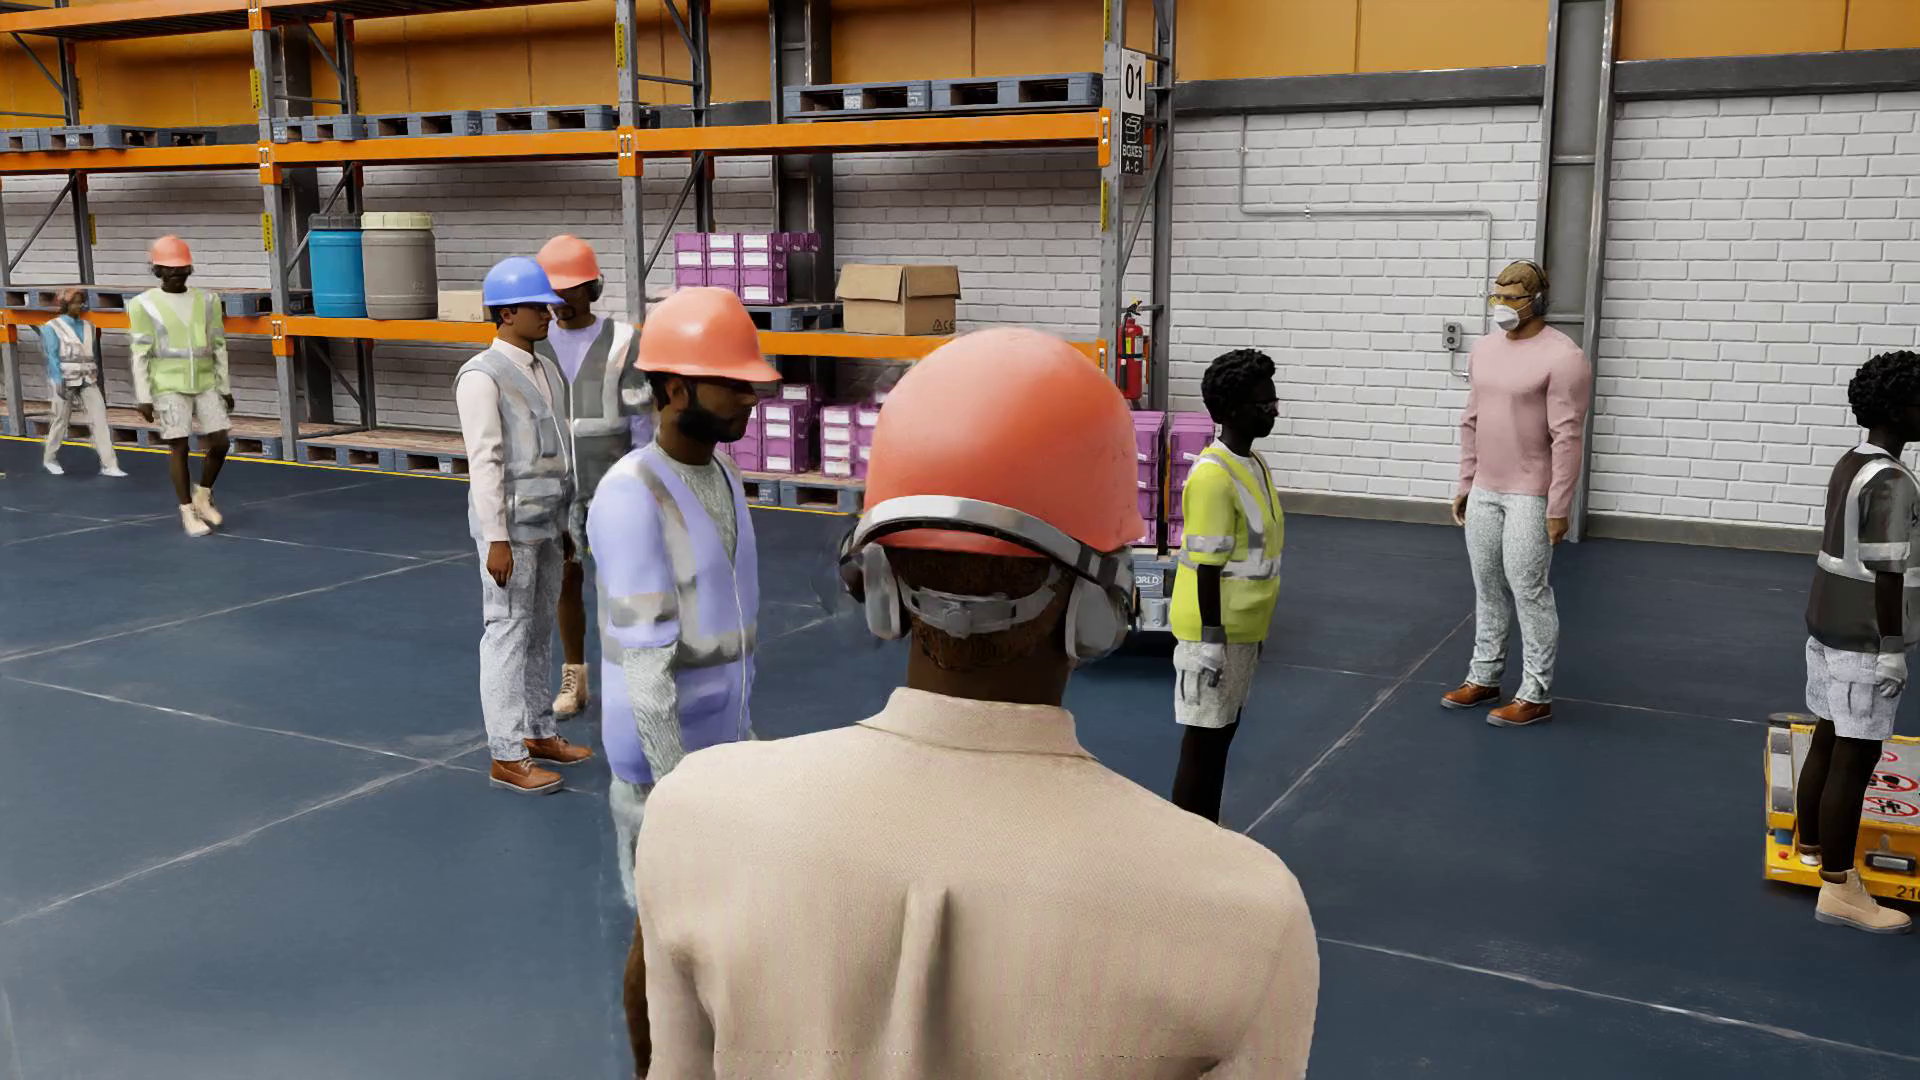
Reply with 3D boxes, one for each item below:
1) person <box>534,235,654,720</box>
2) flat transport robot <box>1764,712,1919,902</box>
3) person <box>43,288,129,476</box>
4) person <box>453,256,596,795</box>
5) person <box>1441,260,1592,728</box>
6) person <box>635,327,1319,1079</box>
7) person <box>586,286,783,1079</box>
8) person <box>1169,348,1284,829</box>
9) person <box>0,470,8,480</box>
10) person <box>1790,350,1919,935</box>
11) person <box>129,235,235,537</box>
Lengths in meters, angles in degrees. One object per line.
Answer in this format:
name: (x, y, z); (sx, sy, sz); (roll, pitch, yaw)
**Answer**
person: (-1.575, -0.237, 6.919); (0.612, 2.030, 0.410); (1, 10, 4)
flat transport robot: (3.084, 0.877, 5.617); (0.652, 0.197, 1.431); (5, 11, 25)
person: (-7.503, -1.322, 14.059); (0.779, 1.611, 0.522); (5, 11, 24)
person: (-1.609, -0.057, 6.133); (0.380, 1.950, 0.605); (2, 10, 10)
person: (2.312, -0.188, 6.918); (0.366, 1.932, 0.633); (-4, 11, -22)
person: (-0.024, 0.807, 1.424); (0.618, 1.965, 0.985); (2, 11, 12)
person: (-0.532, 0.432, 3.549); (0.500, 1.923, 0.552); (4, 11, 22)
person: (0.807, 0.269, 5.037); (0.322, 1.696, 0.536); (4, 11, 22)
person: (-8.247, -1.462, 13.631); (0.565, 2.023, 0.652); (-4, 11, -22)
person: (2.684, 0.291, 4.921); (0.319, 1.696, 0.532); (3, 11, 14)
person: (-5.221, -1.025, 11.219); (0.420, 2.029, 0.651); (10, 14, 44)
